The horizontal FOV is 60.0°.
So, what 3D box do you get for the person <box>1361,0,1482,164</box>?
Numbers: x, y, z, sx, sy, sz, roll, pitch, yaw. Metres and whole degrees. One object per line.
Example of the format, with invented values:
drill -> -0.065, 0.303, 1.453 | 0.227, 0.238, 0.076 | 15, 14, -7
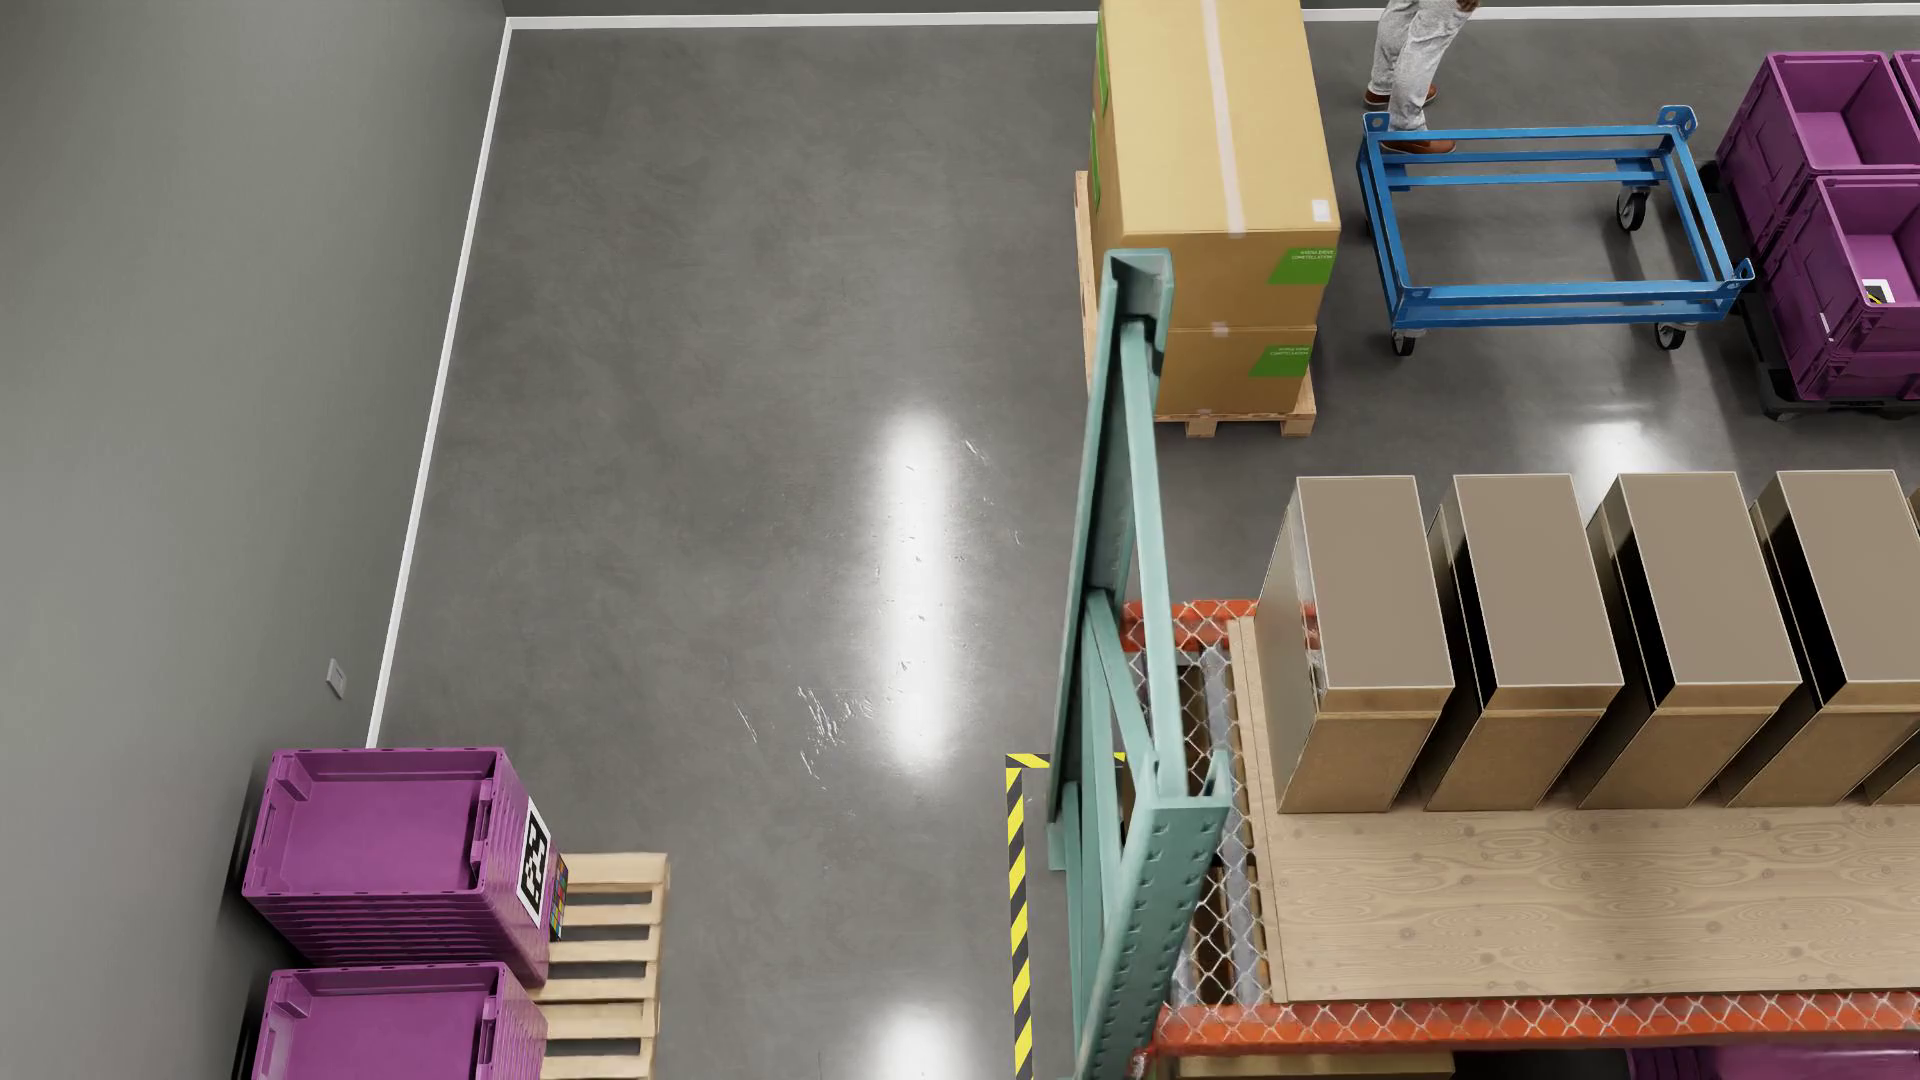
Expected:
person -> 1.824, -2.233, 6.072 | 0.367, 1.939, 0.634 | -3, 58, -2
